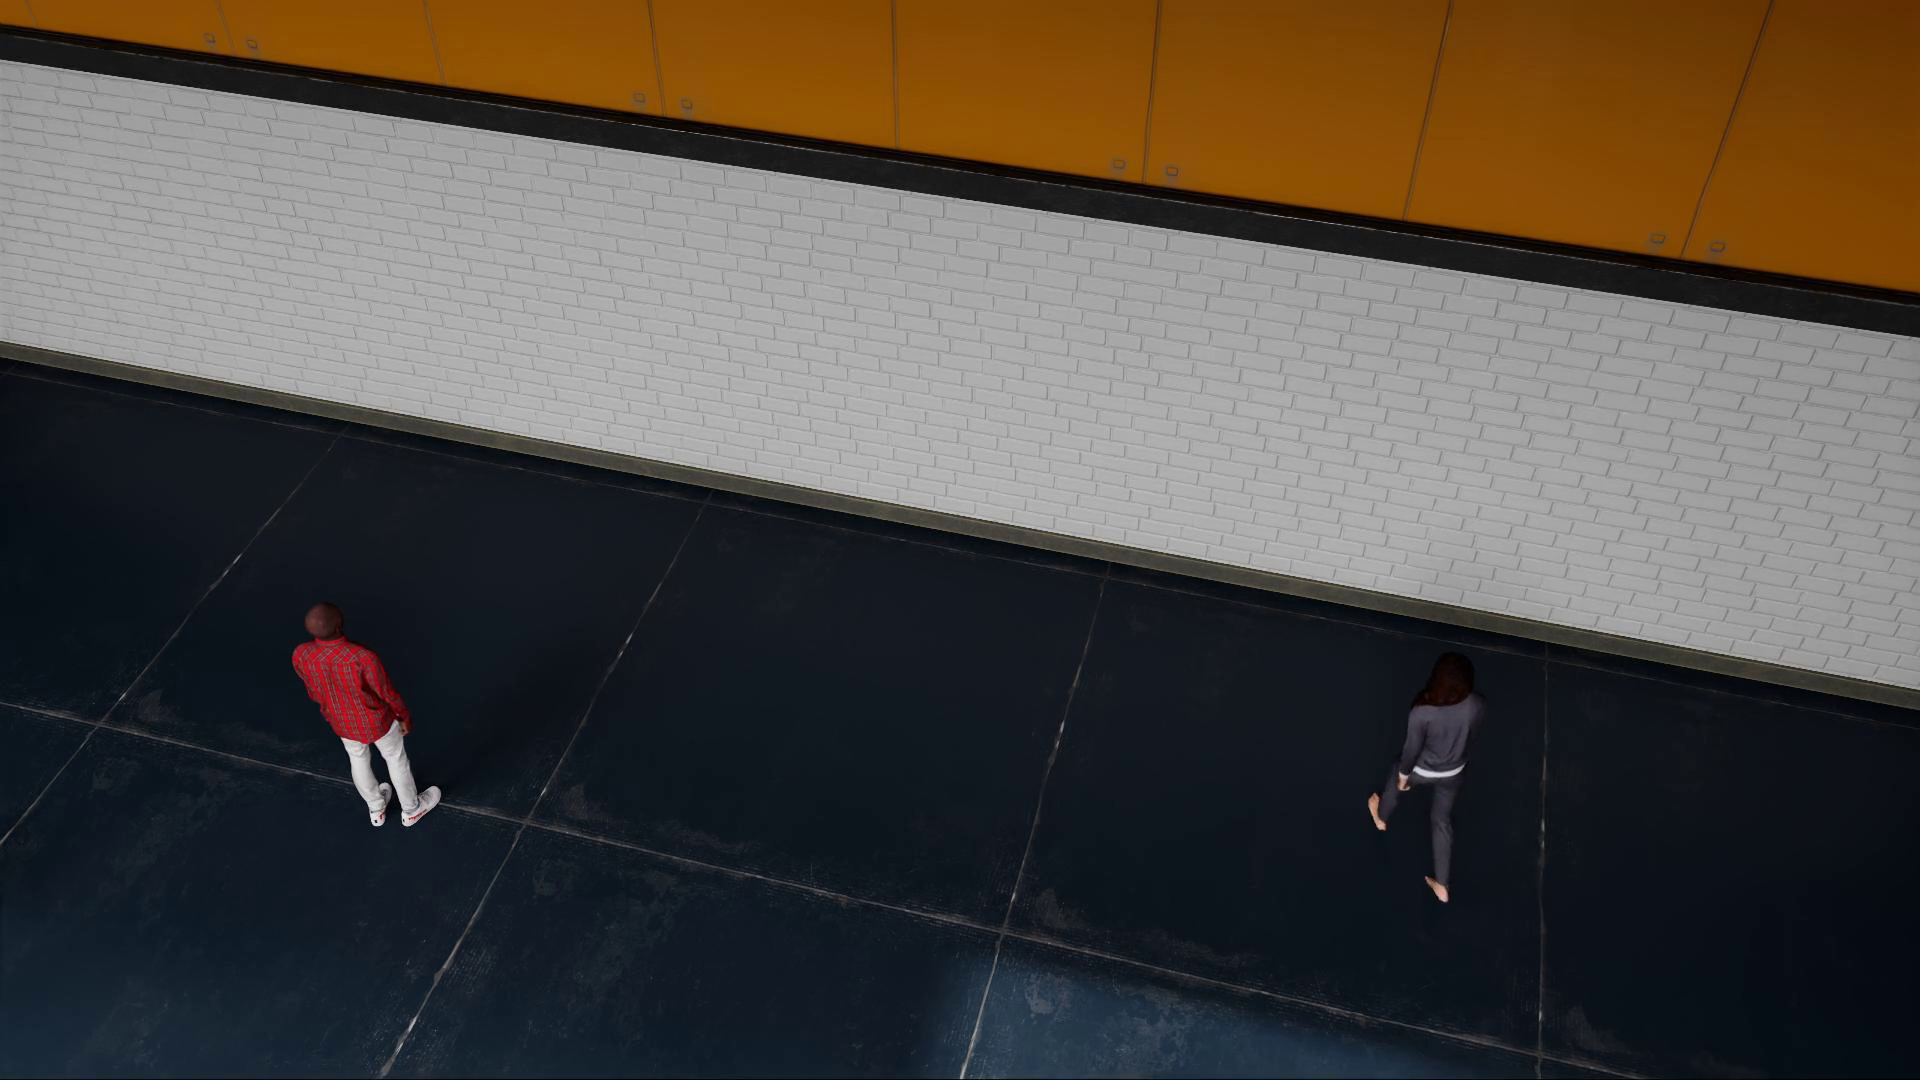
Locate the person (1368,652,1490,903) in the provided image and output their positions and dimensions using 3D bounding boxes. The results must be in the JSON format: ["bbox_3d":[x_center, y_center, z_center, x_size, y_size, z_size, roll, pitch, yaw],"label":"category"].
[{"bbox_3d":[2.696,1.310,9.318,0.859,1.739,1.157,-3,44,-3],"label":"person"}]

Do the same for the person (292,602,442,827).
[{"bbox_3d":[-3.446,1.004,9.580,0.697,1.820,0.618,5,44,5],"label":"person"}]
